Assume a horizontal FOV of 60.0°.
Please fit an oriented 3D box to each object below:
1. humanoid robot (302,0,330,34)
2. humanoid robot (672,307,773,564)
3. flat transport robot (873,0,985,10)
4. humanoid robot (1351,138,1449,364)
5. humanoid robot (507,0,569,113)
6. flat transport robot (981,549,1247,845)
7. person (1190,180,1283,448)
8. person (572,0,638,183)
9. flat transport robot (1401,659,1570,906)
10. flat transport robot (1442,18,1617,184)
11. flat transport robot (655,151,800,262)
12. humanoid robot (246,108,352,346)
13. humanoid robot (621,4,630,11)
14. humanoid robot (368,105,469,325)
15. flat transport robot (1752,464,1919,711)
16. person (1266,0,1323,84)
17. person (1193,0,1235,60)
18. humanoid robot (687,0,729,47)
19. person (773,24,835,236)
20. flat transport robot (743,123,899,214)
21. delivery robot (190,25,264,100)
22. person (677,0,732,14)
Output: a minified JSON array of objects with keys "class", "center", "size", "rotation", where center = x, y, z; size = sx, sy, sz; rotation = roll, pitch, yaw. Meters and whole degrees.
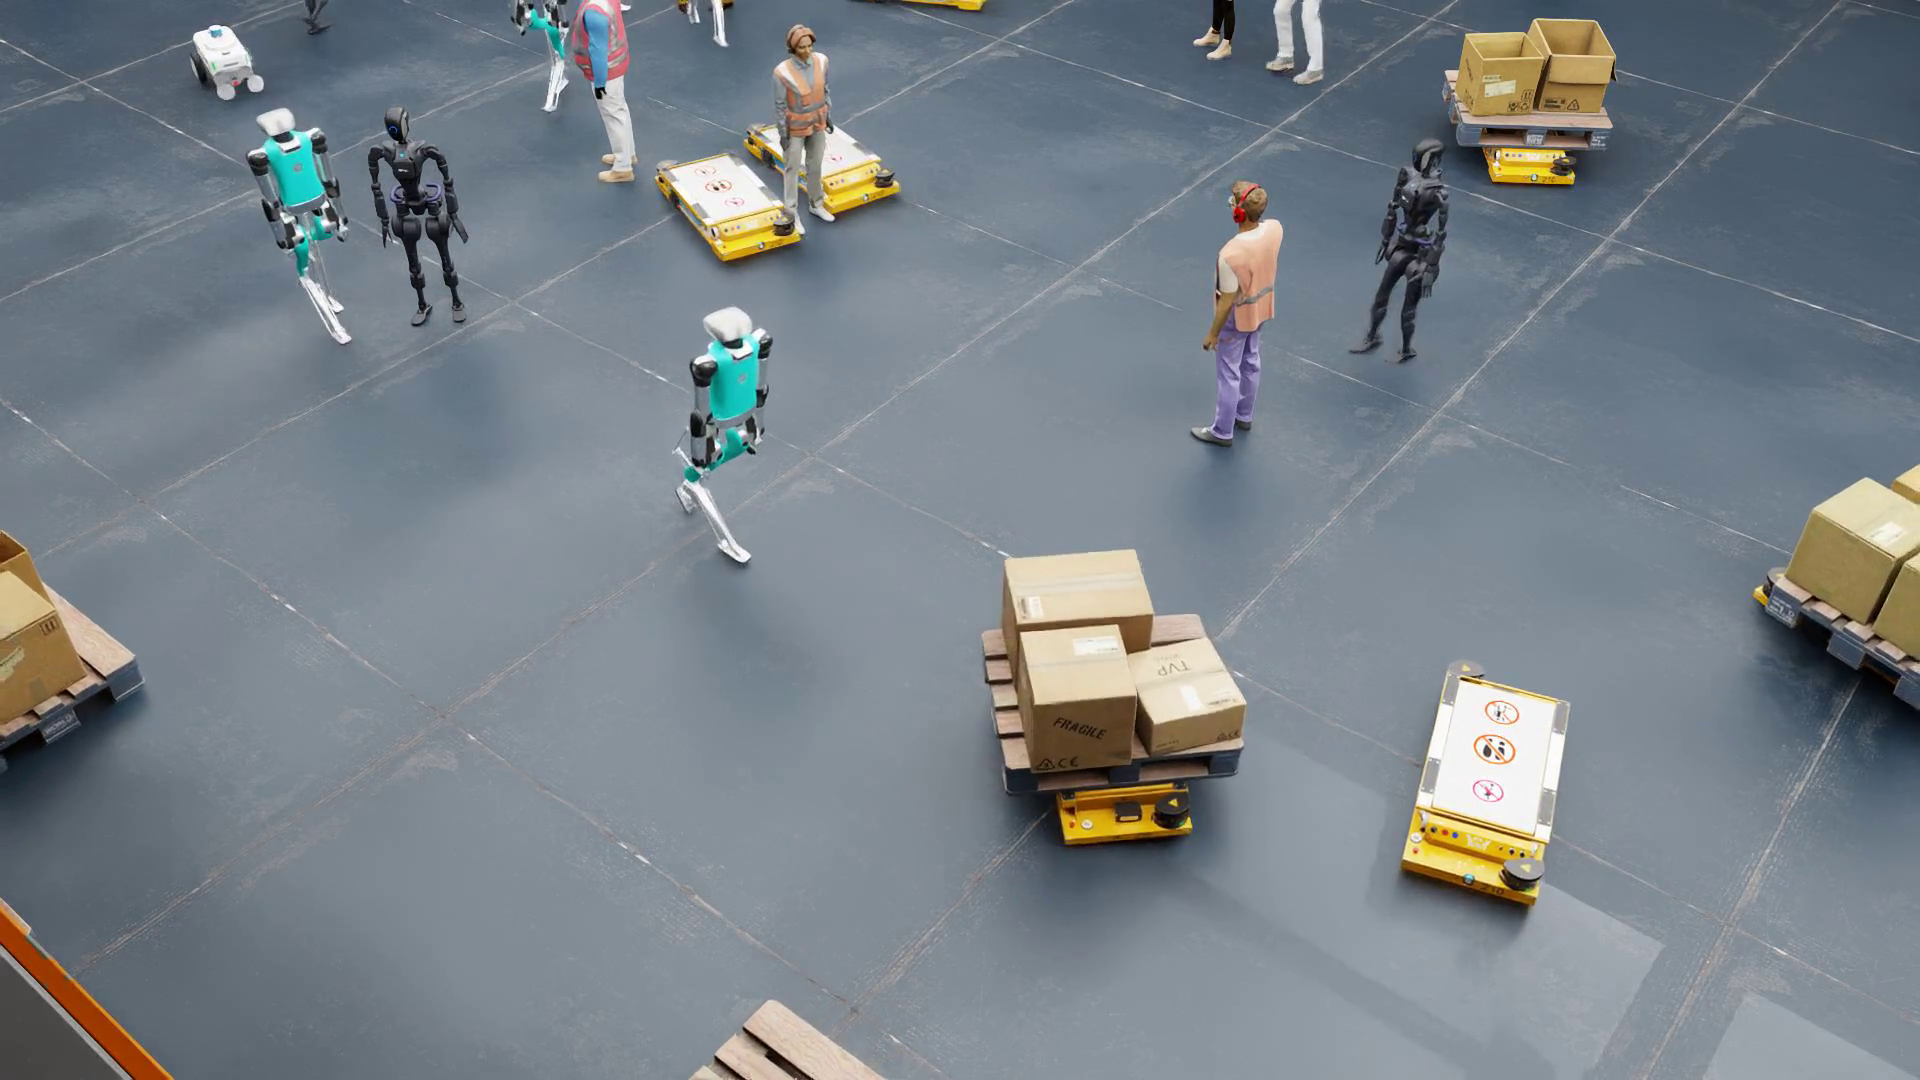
[{"class":"humanoid robot","center":[-6.169,-5.510,15.472],"size":[0.608,1.652,0.394],"rotation":[24,46,25]},{"class":"humanoid robot","center":[-1.519,-0.672,9.762],"size":[0.930,1.804,0.558],"rotation":[32,50,32]},{"class":"flat transport robot","center":[-0.426,-5.568,16.629],"size":[1.431,0.231,0.659],"rotation":[9,41,10]},{"class":"humanoid robot","center":[3.027,-1.920,11.256],"size":[0.416,1.659,0.590],"rotation":[-19,44,-21]},{"class":"humanoid robot","center":[-3.555,-4.541,14.278],"size":[0.547,1.722,1.010],"rotation":[6,41,7]},{"class":"flat transport robot","center":[0.769,1.004,8.897],"size":[0.659,0.231,1.431],"rotation":[-4,41,-5]},{"class":"person","center":[1.771,-1.403,10.510],"size":[0.389,1.847,0.563],"rotation":[31,49,31]},{"class":"person","center":[-2.857,-3.773,13.314],"size":[0.431,1.837,0.630],"rotation":[-2,40,-3]},{"class":"flat transport robot","center":[2.753,1.221,8.642],"size":[0.659,0.231,1.431],"rotation":[14,42,16]},{"class":"flat transport robot","center":[4.757,-3.443,14.128],"size":[0.659,0.231,1.431],"rotation":[3,40,3]},{"class":"flat transport robot","center":[-1.870,-2.685,13.236],"size":[0.659,0.231,1.431],"rotation":[-20,44,-22]},{"class":"humanoid robot","center":[-4.611,-2.240,11.590],"size":[0.548,1.763,0.962],"rotation":[-29,48,-30]},{"class":"humanoid robot","center":[-3.473,-5.925,15.923],"size":[0.690,1.793,0.548],"rotation":[-24,46,-26]},{"class":"humanoid robot","center":[-3.774,-2.267,11.647],"size":[0.599,1.657,0.315],"rotation":[-3,40,-4]},{"class":"flat transport robot","center":[5.337,0.539,9.444],"size":[0.659,0.231,1.431],"rotation":[-24,46,-26]},{"class":"person","center":[3.026,-5.017,14.758],"size":[0.520,1.855,0.609],"rotation":[-14,42,-16]},{"class":"person","center":[2.400,-5.237,15.136],"size":[0.319,1.696,0.531],"rotation":[-10,41,-12]},{"class":"humanoid robot","center":[-2.434,-5.513,15.460],"size":[0.553,1.796,0.928],"rotation":[-18,44,-20]},{"class":"person","center":[-1.185,-3.149,12.722],"size":[0.515,1.639,0.312],"rotation":[-30,49,-30]},{"class":"flat transport robot","center":[-1.166,-3.148,13.781],"size":[0.659,0.231,1.431],"rotation":[-24,46,-26]},{"class":"delivery robot","center":[-6.616,-4.331,14.965],"size":[0.518,0.611,0.783],"rotation":[-22,45,-23]},{"class":"person","center":[-2.522,-5.916,15.910],"size":[0.562,1.730,0.386],"rotation":[-1,40,-2]}]
